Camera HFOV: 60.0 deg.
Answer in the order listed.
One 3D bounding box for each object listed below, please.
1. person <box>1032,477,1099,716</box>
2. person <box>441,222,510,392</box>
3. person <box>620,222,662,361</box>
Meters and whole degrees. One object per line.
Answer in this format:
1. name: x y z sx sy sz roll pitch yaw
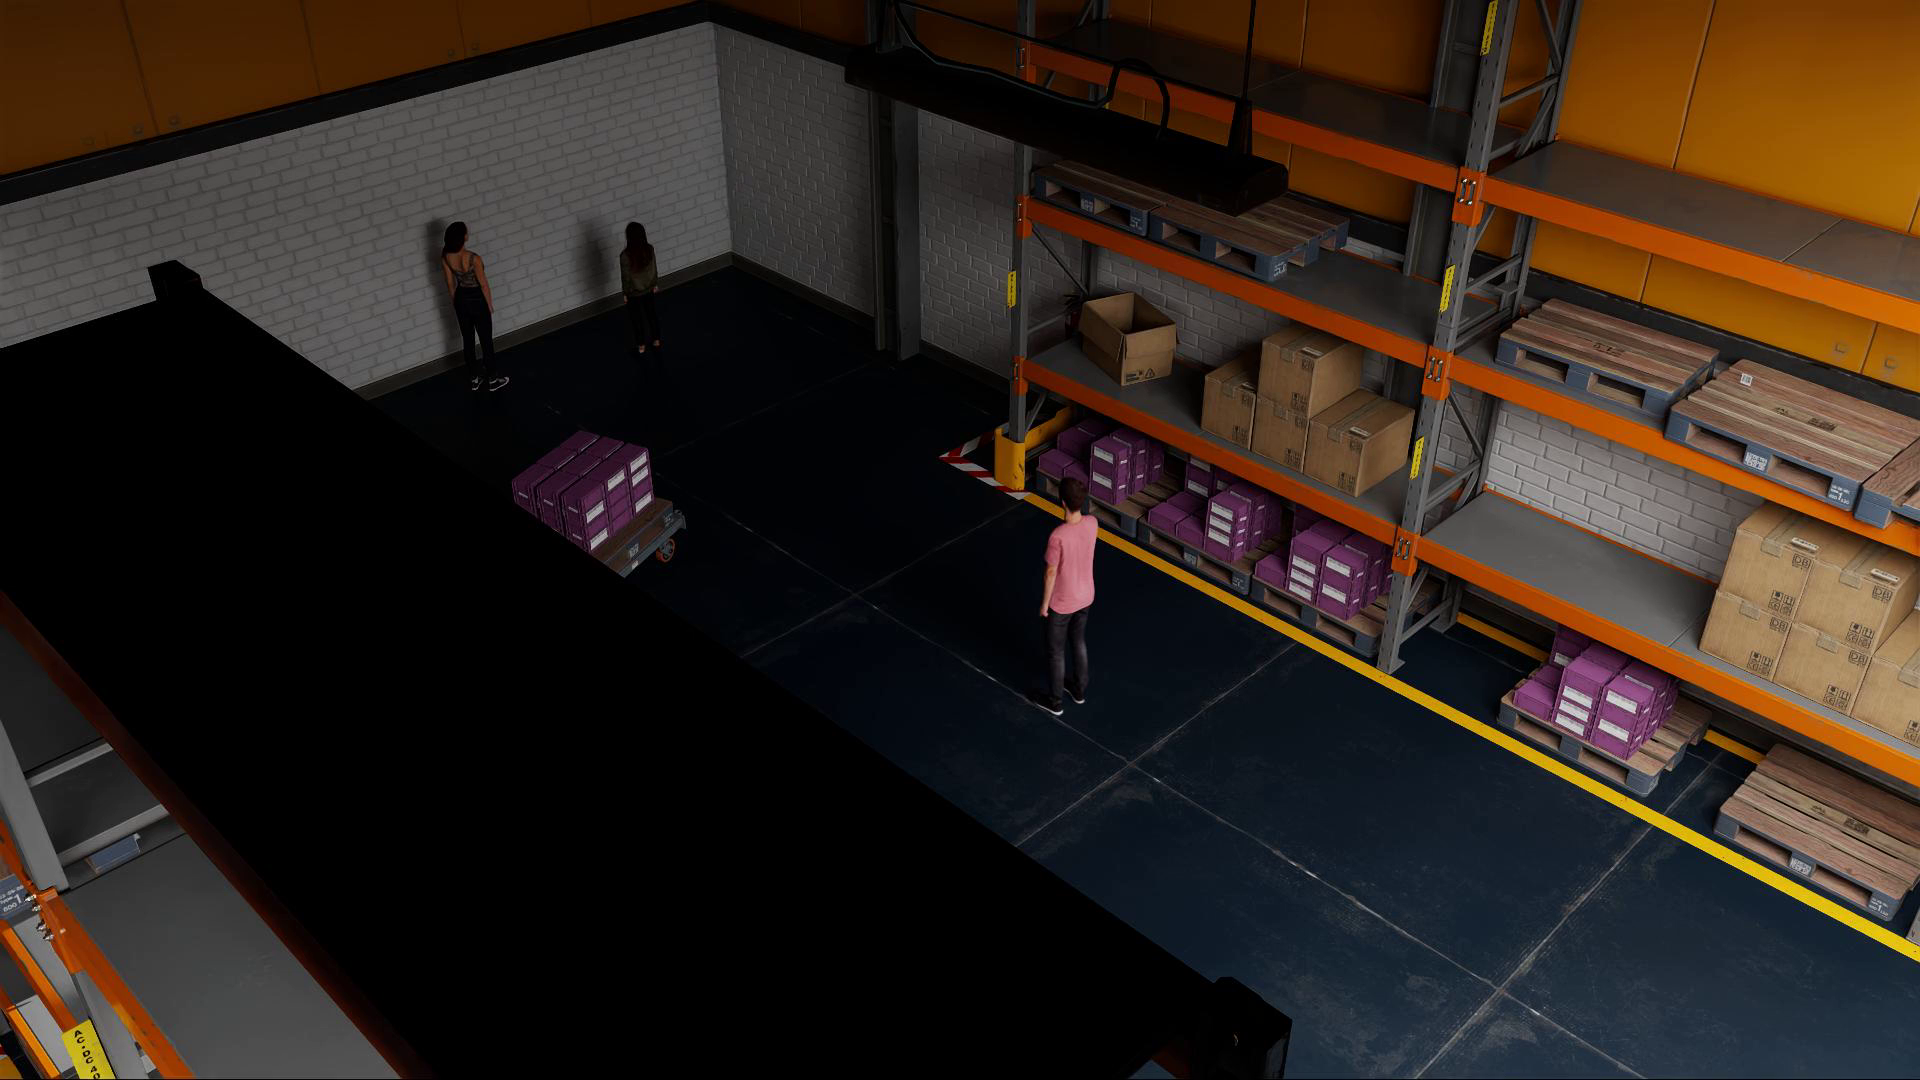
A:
1. person: 0.803 0.421 12.196 0.635 1.958 0.563 -26 42 -34
2. person: -4.840 -2.315 16.481 0.624 1.770 0.741 8 35 12
3. person: -3.303 -2.586 17.155 0.589 1.476 0.506 -27 42 -34
